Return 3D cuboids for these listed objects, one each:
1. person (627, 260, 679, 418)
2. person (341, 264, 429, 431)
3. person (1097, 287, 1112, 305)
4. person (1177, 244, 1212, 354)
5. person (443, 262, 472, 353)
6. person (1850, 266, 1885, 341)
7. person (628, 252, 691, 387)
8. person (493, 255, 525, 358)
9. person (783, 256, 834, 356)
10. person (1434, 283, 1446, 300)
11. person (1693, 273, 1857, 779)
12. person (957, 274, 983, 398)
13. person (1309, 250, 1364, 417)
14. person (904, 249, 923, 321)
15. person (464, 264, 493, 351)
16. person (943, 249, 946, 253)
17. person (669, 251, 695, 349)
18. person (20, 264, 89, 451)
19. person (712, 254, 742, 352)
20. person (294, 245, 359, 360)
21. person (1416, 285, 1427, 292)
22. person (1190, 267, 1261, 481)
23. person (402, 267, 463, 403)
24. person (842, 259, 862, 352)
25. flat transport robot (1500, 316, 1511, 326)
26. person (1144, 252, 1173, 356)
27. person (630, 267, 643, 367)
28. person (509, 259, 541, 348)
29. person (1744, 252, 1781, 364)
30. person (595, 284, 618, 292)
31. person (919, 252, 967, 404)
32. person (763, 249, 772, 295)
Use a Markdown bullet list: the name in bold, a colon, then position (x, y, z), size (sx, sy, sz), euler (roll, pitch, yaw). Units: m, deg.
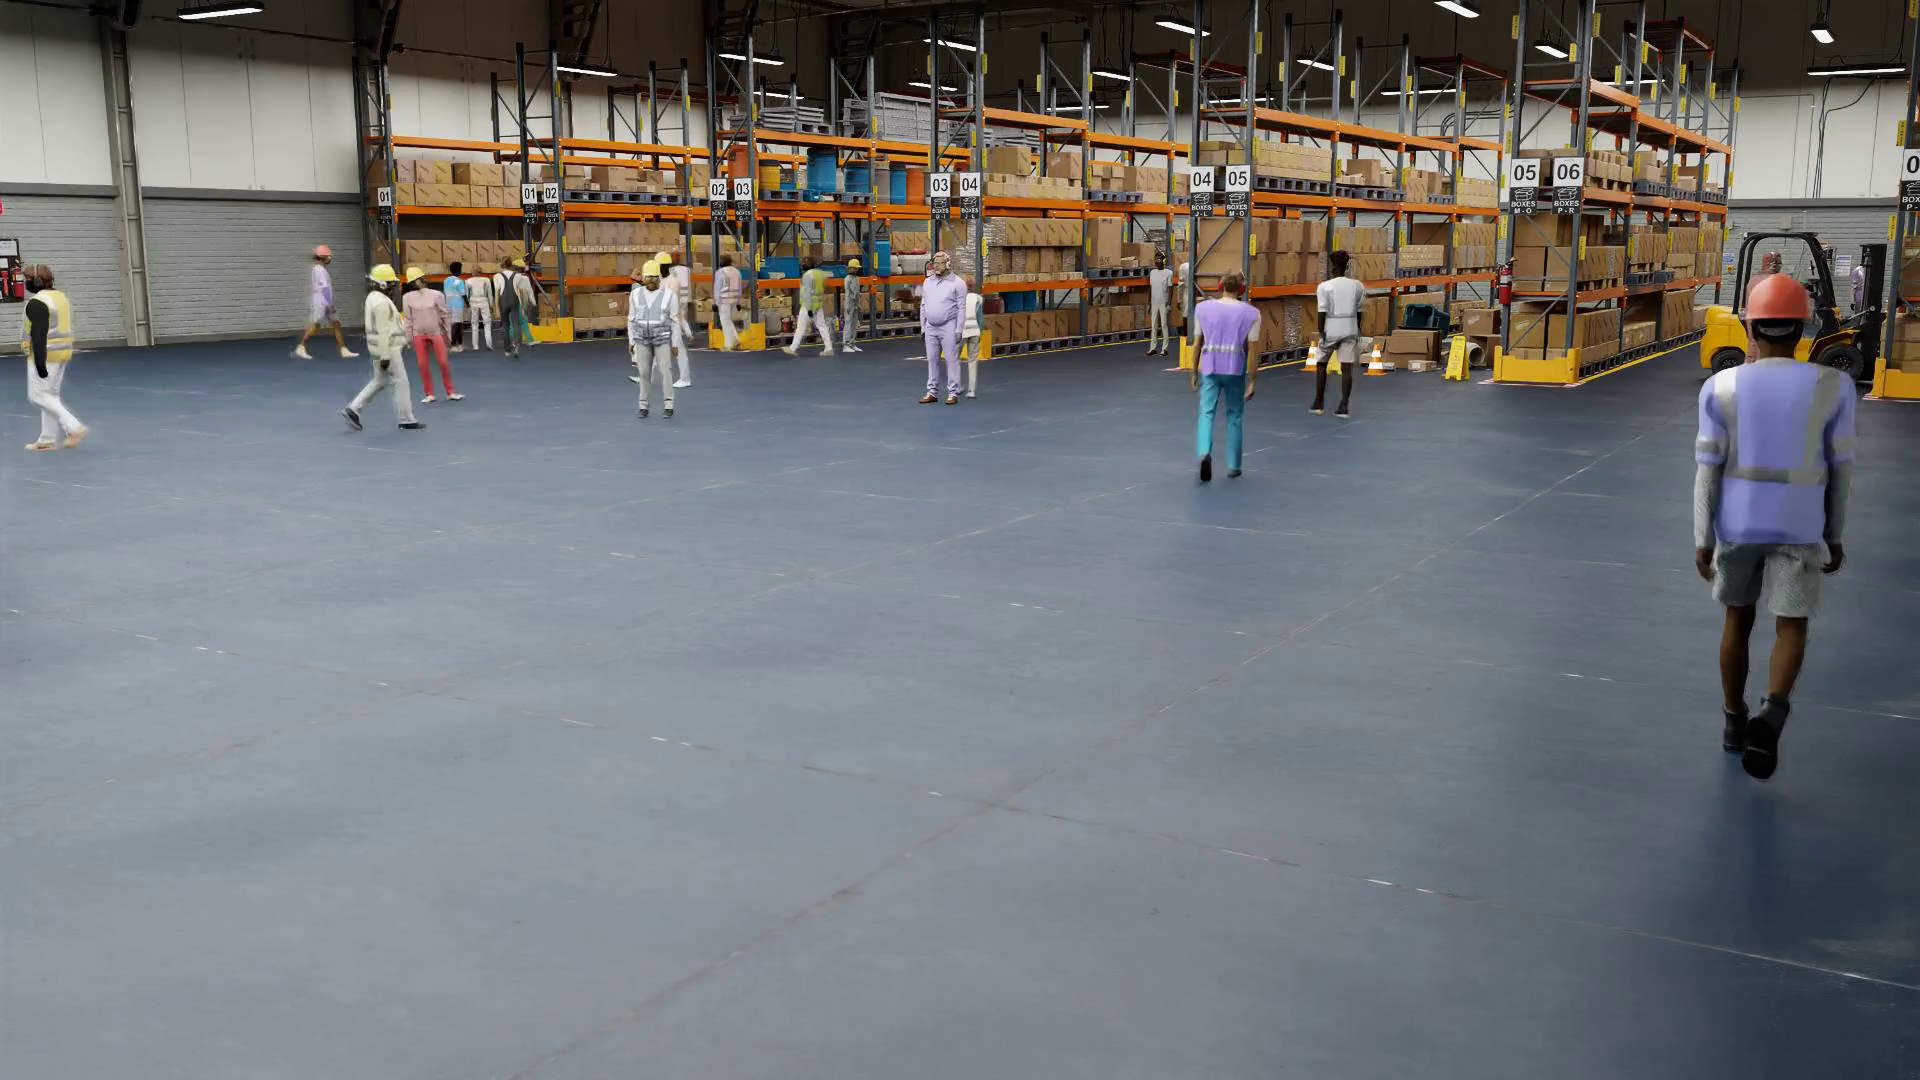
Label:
- **person**: position (-3.556, -2.318, 19.273), size (0.597, 1.829, 0.404), euler (1, 10, 6)
- **person**: position (-6.212, -2.051, 17.830), size (0.815, 1.809, 0.588), euler (-6, 12, -31)
- **person**: position (4.092, -7.143, 46.125), size (0.777, 1.886, 0.587), euler (2, 10, 13)
- **person**: position (4.285, -4.385, 30.330), size (0.639, 2.015, 0.433), euler (0, 10, 1)
- **person**: position (-9.239, -4.303, 30.797), size (0.558, 1.671, 0.662), euler (8, 13, 37)
- **person**: position (17.222, -4.558, 31.571), size (0.588, 1.918, 0.396), euler (1, 10, 7)
- **person**: position (-4.187, -3.054, 23.213), size (0.925, 1.884, 0.612), euler (-7, 12, -33)
- **person**: position (-7.967, -4.131, 29.468), size (0.520, 1.824, 0.860), euler (-4, 11, -21)
- **person**: position (-2.705, -4.210, 29.995), size (0.976, 1.794, 0.627), euler (5, 11, 27)
- **person**: position (11.901, -6.216, 41.126), size (0.819, 1.834, 0.582), euler (-6, 12, -32)
- **person**: position (3.073, -0.052, 6.347), size (0.548, 1.918, 0.810), euler (6, 12, 30)
- **person**: position (0.050, -2.676, 21.857), size (0.538, 1.611, 0.640), euler (-4, 11, -22)
- **person**: position (4.413, -2.425, 19.564), size (0.612, 1.935, 0.824), euler (-1, 10, -8)
- **person**: position (-1.170, -6.665, 43.470), size (0.569, 1.880, 1.011), euler (4, 11, 23)
- **person**: position (-9.087, -4.395, 31.432), size (0.517, 1.640, 0.310), euler (-3, 10, -14)
- **person**: position (-0.201, -5.076, 34.462), size (0.742, 1.924, 0.638), euler (-9, 13, -40)
- **person**: position (-5.337, -4.542, 31.594), size (0.445, 1.872, 0.588), euler (8, 13, 37)
- **person**: position (-8.825, -1.752, 16.107), size (0.622, 1.833, 0.633), euler (-1, 10, -5)
- **person**: position (-4.373, -4.430, 31.117), size (0.447, 1.829, 0.628), euler (6, 12, 30)
- **person**: position (-11.150, -4.137, 29.013), size (1.058, 1.997, 0.612), euler (-2, 10, -14)
- **person**: position (11.524, -6.316, 41.475), size (0.426, 1.902, 0.601), euler (4, 11, 22)
- **person**: position (2.252, -1.409, 14.187), size (0.600, 1.822, 0.768), euler (2, 10, 12)
- **person**: position (-6.734, -2.595, 21.114), size (0.620, 1.722, 0.446), euler (-2, 10, -11)
- **person**: position (-1.992, -4.369, 31.031), size (0.369, 1.730, 0.488), euler (4, 11, 22)
- **flat transport robot**: position (13.458, -5.356, 40.647), size (0.652, 0.197, 1.431), euler (-3, 10, -15)
- **person**: position (3.581, -4.243, 29.931), size (0.508, 1.872, 0.328), euler (8, 13, 37)
- **person**: position (-5.273, -3.664, 27.349), size (0.274, 1.632, 0.503), euler (-4, 11, -21)
- **person**: position (-8.581, -4.613, 32.444), size (0.518, 1.720, 0.929), euler (8, 13, 36)
- **person**: position (10.265, -2.701, 21.193), size (0.399, 1.909, 0.642), euler (-1, 10, -3)
- **person**: position (-8.355, -5.895, 39.577), size (0.532, 1.734, 0.837), euler (6, 12, 29)
- **person**: position (-0.235, -2.660, 20.976), size (0.656, 1.908, 0.404), euler (6, 12, 28)
- **person**: position (-5.382, -7.226, 46.614), size (0.385, 1.882, 0.598), euler (-5, 11, -25)
